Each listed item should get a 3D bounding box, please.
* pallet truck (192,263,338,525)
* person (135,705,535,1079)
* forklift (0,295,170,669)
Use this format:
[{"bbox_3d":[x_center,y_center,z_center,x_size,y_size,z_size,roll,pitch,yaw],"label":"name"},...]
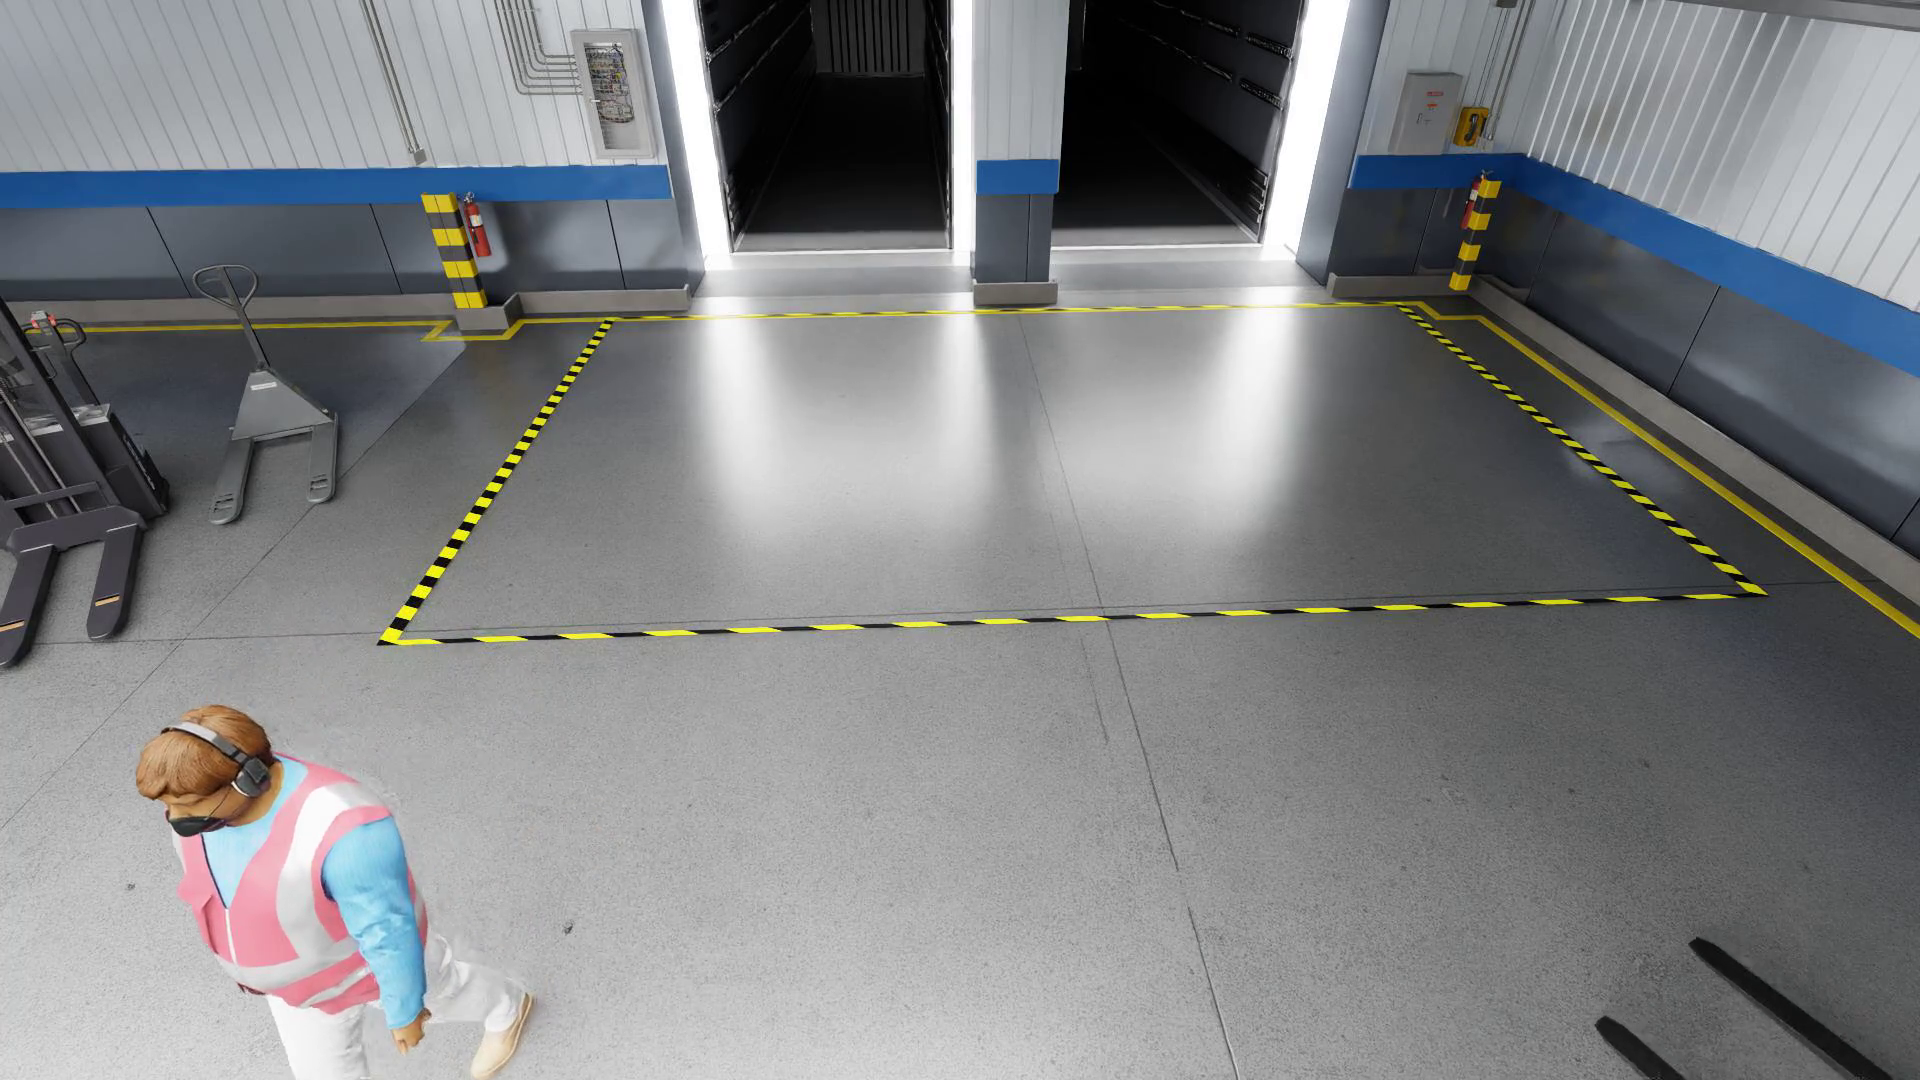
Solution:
[{"bbox_3d":[-4.778,-1.027,6.128,0.680,1.201,1.601,-17,38,-23],"label":"pallet truck"},{"bbox_3d":[-1.712,1.167,2.489,0.633,1.795,0.863,8,36,12],"label":"person"},{"bbox_3d":[-5.212,-0.618,4.878,0.823,1.965,1.885,-20,39,-26],"label":"forklift"}]
